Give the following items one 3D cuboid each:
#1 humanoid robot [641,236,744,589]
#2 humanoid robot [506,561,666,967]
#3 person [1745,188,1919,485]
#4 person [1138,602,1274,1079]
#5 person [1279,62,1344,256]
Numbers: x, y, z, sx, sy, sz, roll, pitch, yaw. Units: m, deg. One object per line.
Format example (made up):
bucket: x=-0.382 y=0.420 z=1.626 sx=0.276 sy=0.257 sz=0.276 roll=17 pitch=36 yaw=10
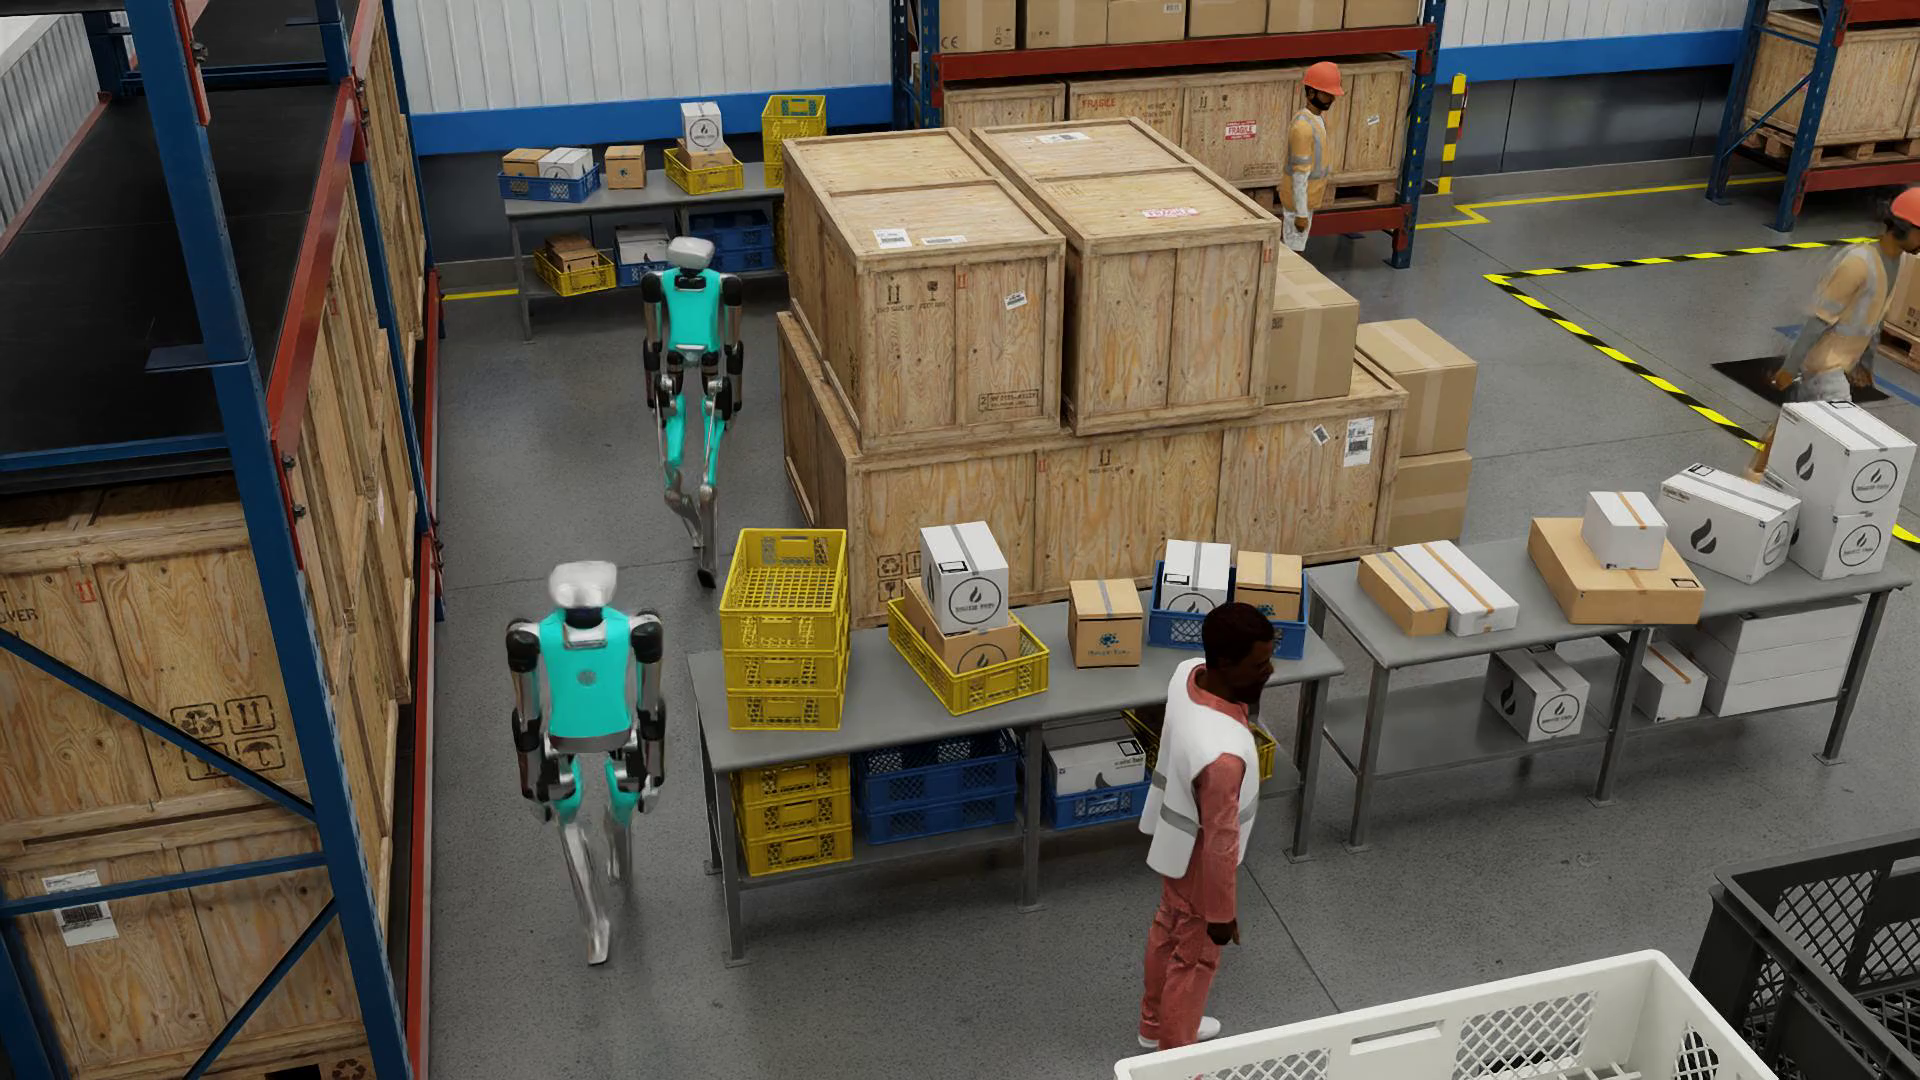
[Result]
humanoid robot: x=-1.415 y=-0.607 z=8.739 sx=0.559 sy=1.810 sz=0.905 roll=0 pitch=29 yaw=-1
humanoid robot: x=-1.364 y=0.796 z=6.240 sx=0.567 sy=1.871 sz=0.832 roll=-7 pitch=30 yaw=-12
person: x=4.834 y=-0.967 z=9.106 sx=0.840 sy=1.979 sz=0.639 roll=25 pitch=37 yaw=37
person: x=0.793 y=1.042 z=5.517 sx=0.387 sy=1.916 sz=0.589 roll=-2 pitch=29 yaw=-3
person: x=2.447 y=-2.402 z=11.756 sx=0.372 sy=1.931 sz=0.542 roll=9 pitch=30 yaw=15
